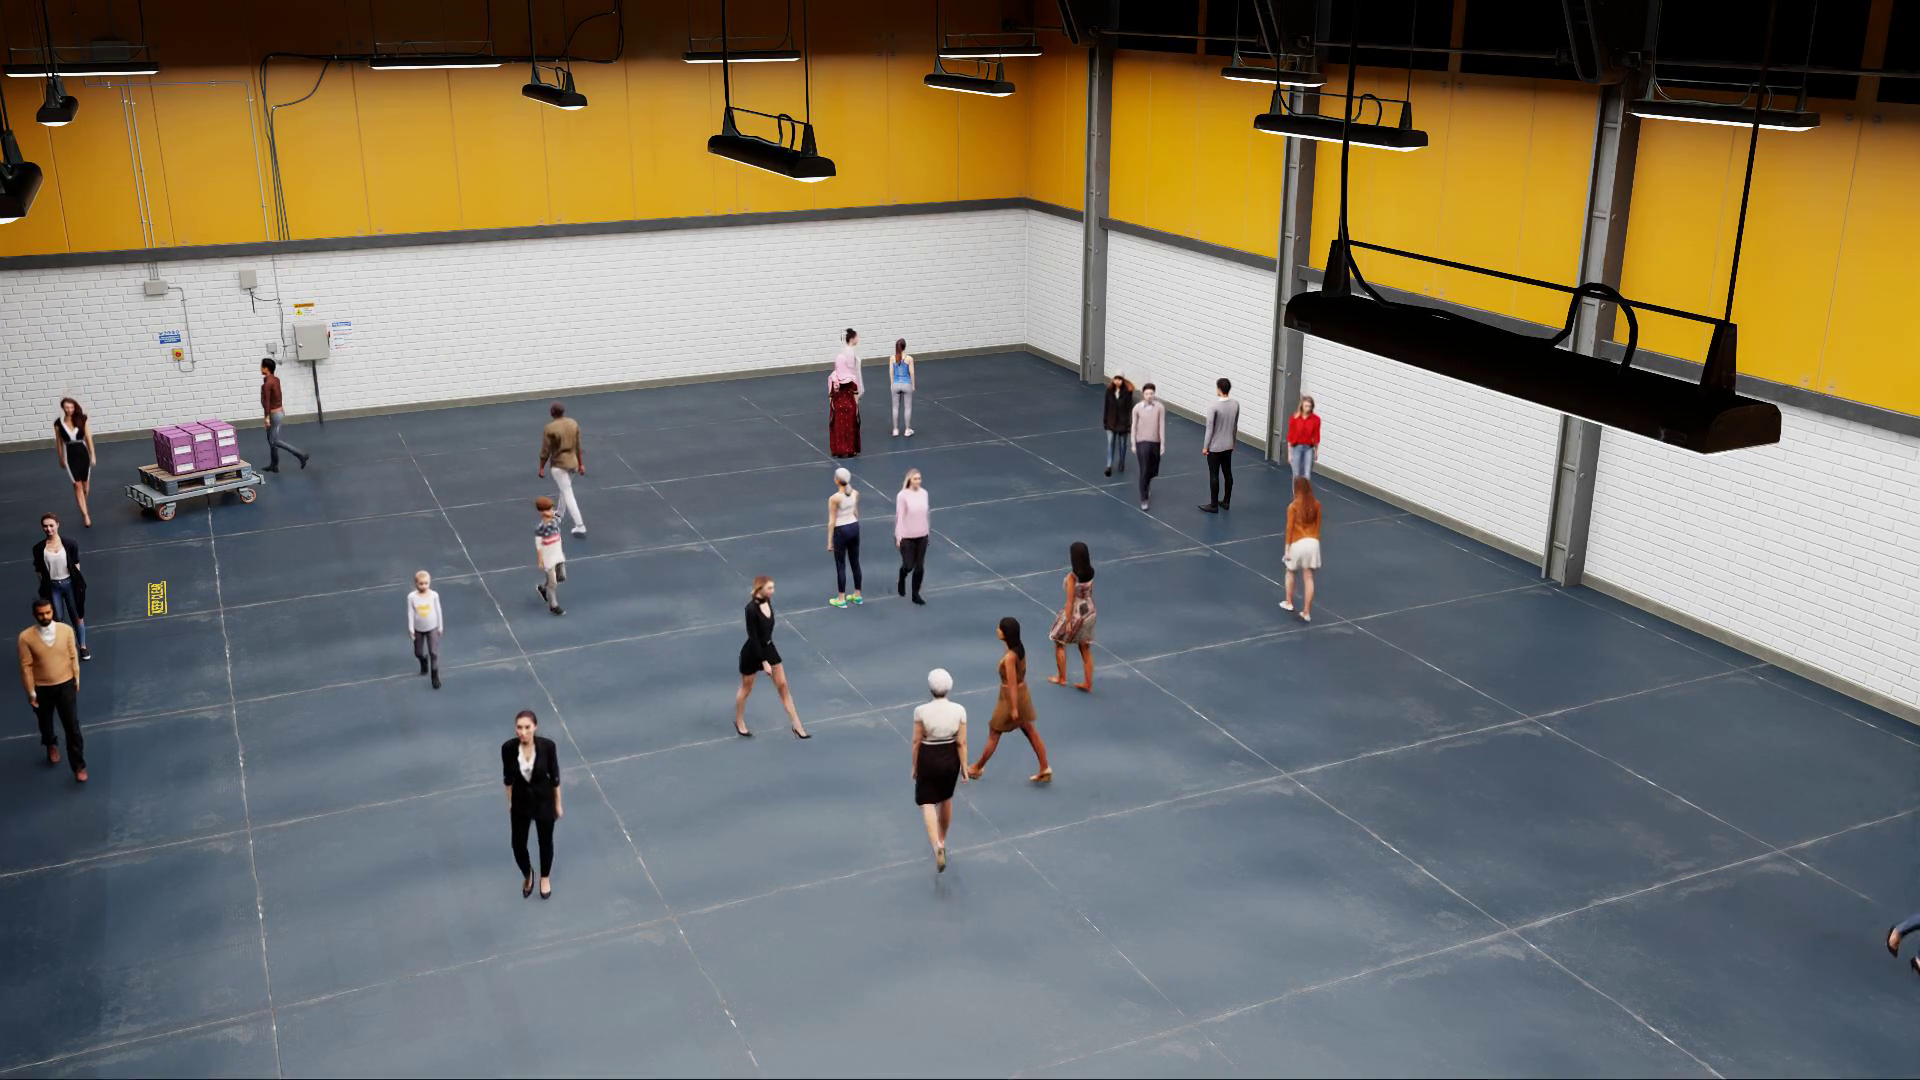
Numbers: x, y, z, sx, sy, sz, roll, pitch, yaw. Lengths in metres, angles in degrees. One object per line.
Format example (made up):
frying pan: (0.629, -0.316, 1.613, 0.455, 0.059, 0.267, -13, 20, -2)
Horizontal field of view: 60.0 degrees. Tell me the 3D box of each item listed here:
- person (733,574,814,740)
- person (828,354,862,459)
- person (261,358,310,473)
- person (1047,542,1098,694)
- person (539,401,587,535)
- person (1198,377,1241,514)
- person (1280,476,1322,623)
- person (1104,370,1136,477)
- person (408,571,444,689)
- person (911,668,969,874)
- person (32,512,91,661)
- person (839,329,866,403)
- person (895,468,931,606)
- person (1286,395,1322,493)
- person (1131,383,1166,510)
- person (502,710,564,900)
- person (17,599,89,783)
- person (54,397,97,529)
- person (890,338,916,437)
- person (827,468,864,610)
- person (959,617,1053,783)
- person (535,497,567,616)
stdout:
person: (-2.019, 1.157, 16.179, 1.153, 1.725, 0.990, 11, 21, 29)
person: (-1.814, -2.097, 25.980, 0.762, 1.637, 0.776, 2, 19, 5)
person: (-10.249, -1.848, 25.047, 0.941, 1.759, 1.035, -1, 19, -3)
person: (1.295, 0.829, 17.300, 0.862, 1.630, 0.792, 17, 25, 41)
person: (-5.264, -0.936, 22.304, 1.311, 1.781, 1.070, 15, 24, 38)
person: (3.654, -1.336, 23.271, 0.778, 1.923, 0.692, -13, 22, -33)
person: (4.012, 0.130, 19.276, 0.763, 1.693, 0.874, -2, 19, -6)
person: (2.409, -1.769, 25.078, 1.043, 1.591, 1.139, 5, 19, 15)
person: (-5.665, 0.916, 17.614, 0.545, 1.266, 0.754, -6, 19, -17)
person: (-0.174, 1.947, 13.823, 0.783, 1.731, 1.047, -3, 19, -10)
person: (-9.810, 0.511, 18.162, 0.619, 1.684, 0.534, -9, 20, -24)
person: (-1.864, -2.616, 27.357, 0.780, 1.739, 0.627, -6, 20, -18)
person: (-0.600, -0.061, 19.869, 0.641, 1.677, 0.738, -11, 21, -29)
person: (4.788, -1.241, 23.370, 0.772, 1.679, 0.821, 3, 19, 8)
person: (2.670, -1.363, 23.558, 0.883, 1.791, 1.088, 0, 19, -1)
person: (-3.432, 2.108, 13.470, 0.676, 1.650, 0.668, -3, 19, -8)
person: (-8.518, 1.367, 15.562, 0.777, 1.719, 1.237, -12, 22, -33)
person: (-12.098, -1.088, 22.800, 0.720, 1.752, 1.158, -12, 22, -33)
person: (-0.952, -2.503, 27.228, 0.652, 1.608, 0.685, 3, 19, 10)
person: (-1.339, -0.034, 19.748, 0.657, 1.704, 0.633, -16, 25, -40)
person: (0.578, 1.522, 15.230, 1.056, 1.637, 1.090, 4, 19, 10)
person: (-4.857, 0.170, 19.578, 0.845, 1.425, 0.749, 10, 21, 28)
